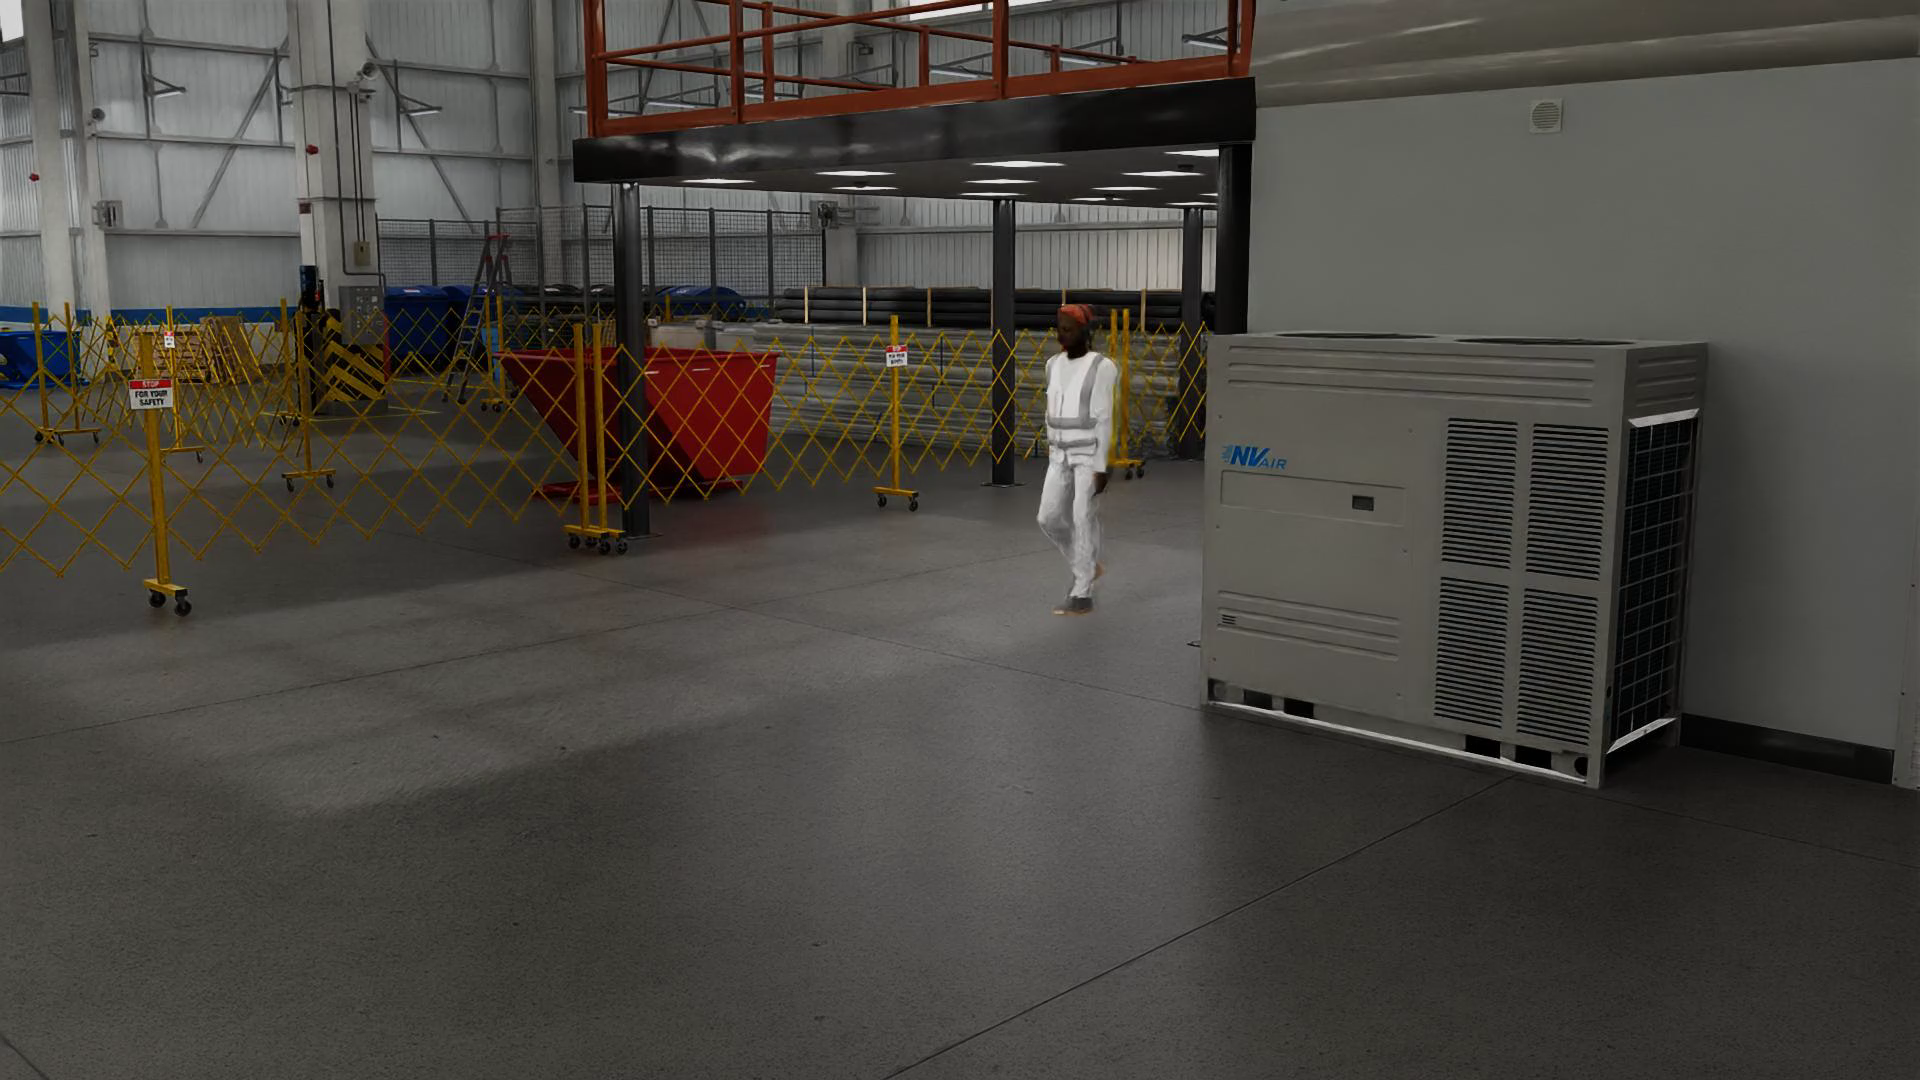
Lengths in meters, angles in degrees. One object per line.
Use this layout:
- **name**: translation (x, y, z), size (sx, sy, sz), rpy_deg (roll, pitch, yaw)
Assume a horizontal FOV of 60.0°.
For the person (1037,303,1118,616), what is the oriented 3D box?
- **person**: translation (0.710, -0.475, 9.940), size (0.444, 1.872, 0.576), rpy_deg (-8, 12, -42)
